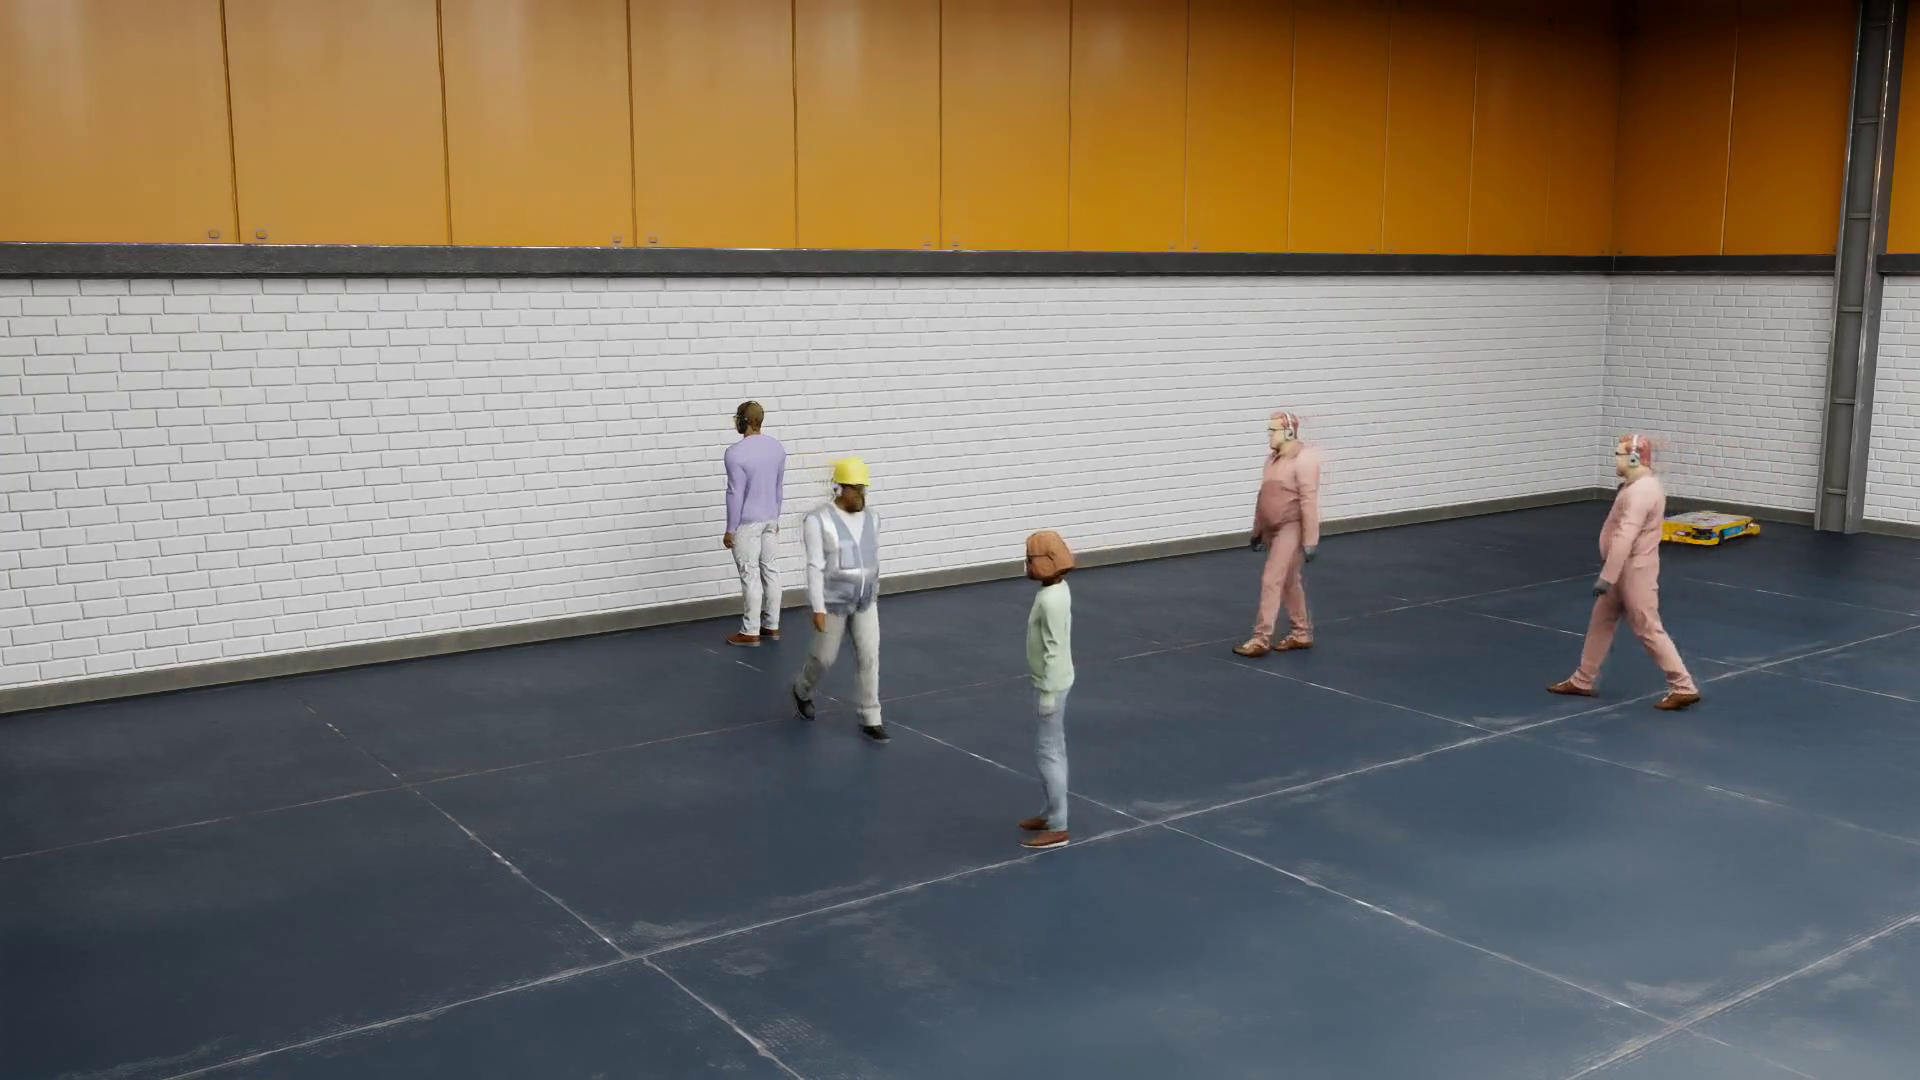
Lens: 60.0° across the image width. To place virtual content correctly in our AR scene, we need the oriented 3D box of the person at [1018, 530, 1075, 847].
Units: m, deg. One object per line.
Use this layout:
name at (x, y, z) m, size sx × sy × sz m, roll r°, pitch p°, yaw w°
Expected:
person at (0.450, 0.757, 8.572) m, size 0.275 × 1.631 × 0.514 m, roll 1°, pitch 9°, yaw 6°

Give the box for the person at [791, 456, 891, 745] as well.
person at (-0.761, 0.354, 10.540) m, size 0.590 × 1.808 × 0.826 m, roll -6°, pitch 11°, yaw -35°

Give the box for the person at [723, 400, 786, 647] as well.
person at (-1.631, -0.131, 13.106) m, size 0.372 × 1.940 × 0.630 m, roll 6°, pitch 11°, yaw 33°

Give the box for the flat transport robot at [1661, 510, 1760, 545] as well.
flat transport robot at (8.193, -0.141, 18.298) m, size 1.431 × 0.197 × 0.652 m, roll -9°, pitch 13°, yaw -43°

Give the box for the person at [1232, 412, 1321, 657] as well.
person at (2.367, -0.037, 12.719) m, size 0.837 × 1.874 × 0.665 m, roll -2°, pitch 9°, yaw -14°

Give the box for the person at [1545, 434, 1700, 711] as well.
person at (4.559, 0.214, 11.246) m, size 0.970 × 1.866 × 0.642 m, roll 4°, pitch 10°, yaw 21°
